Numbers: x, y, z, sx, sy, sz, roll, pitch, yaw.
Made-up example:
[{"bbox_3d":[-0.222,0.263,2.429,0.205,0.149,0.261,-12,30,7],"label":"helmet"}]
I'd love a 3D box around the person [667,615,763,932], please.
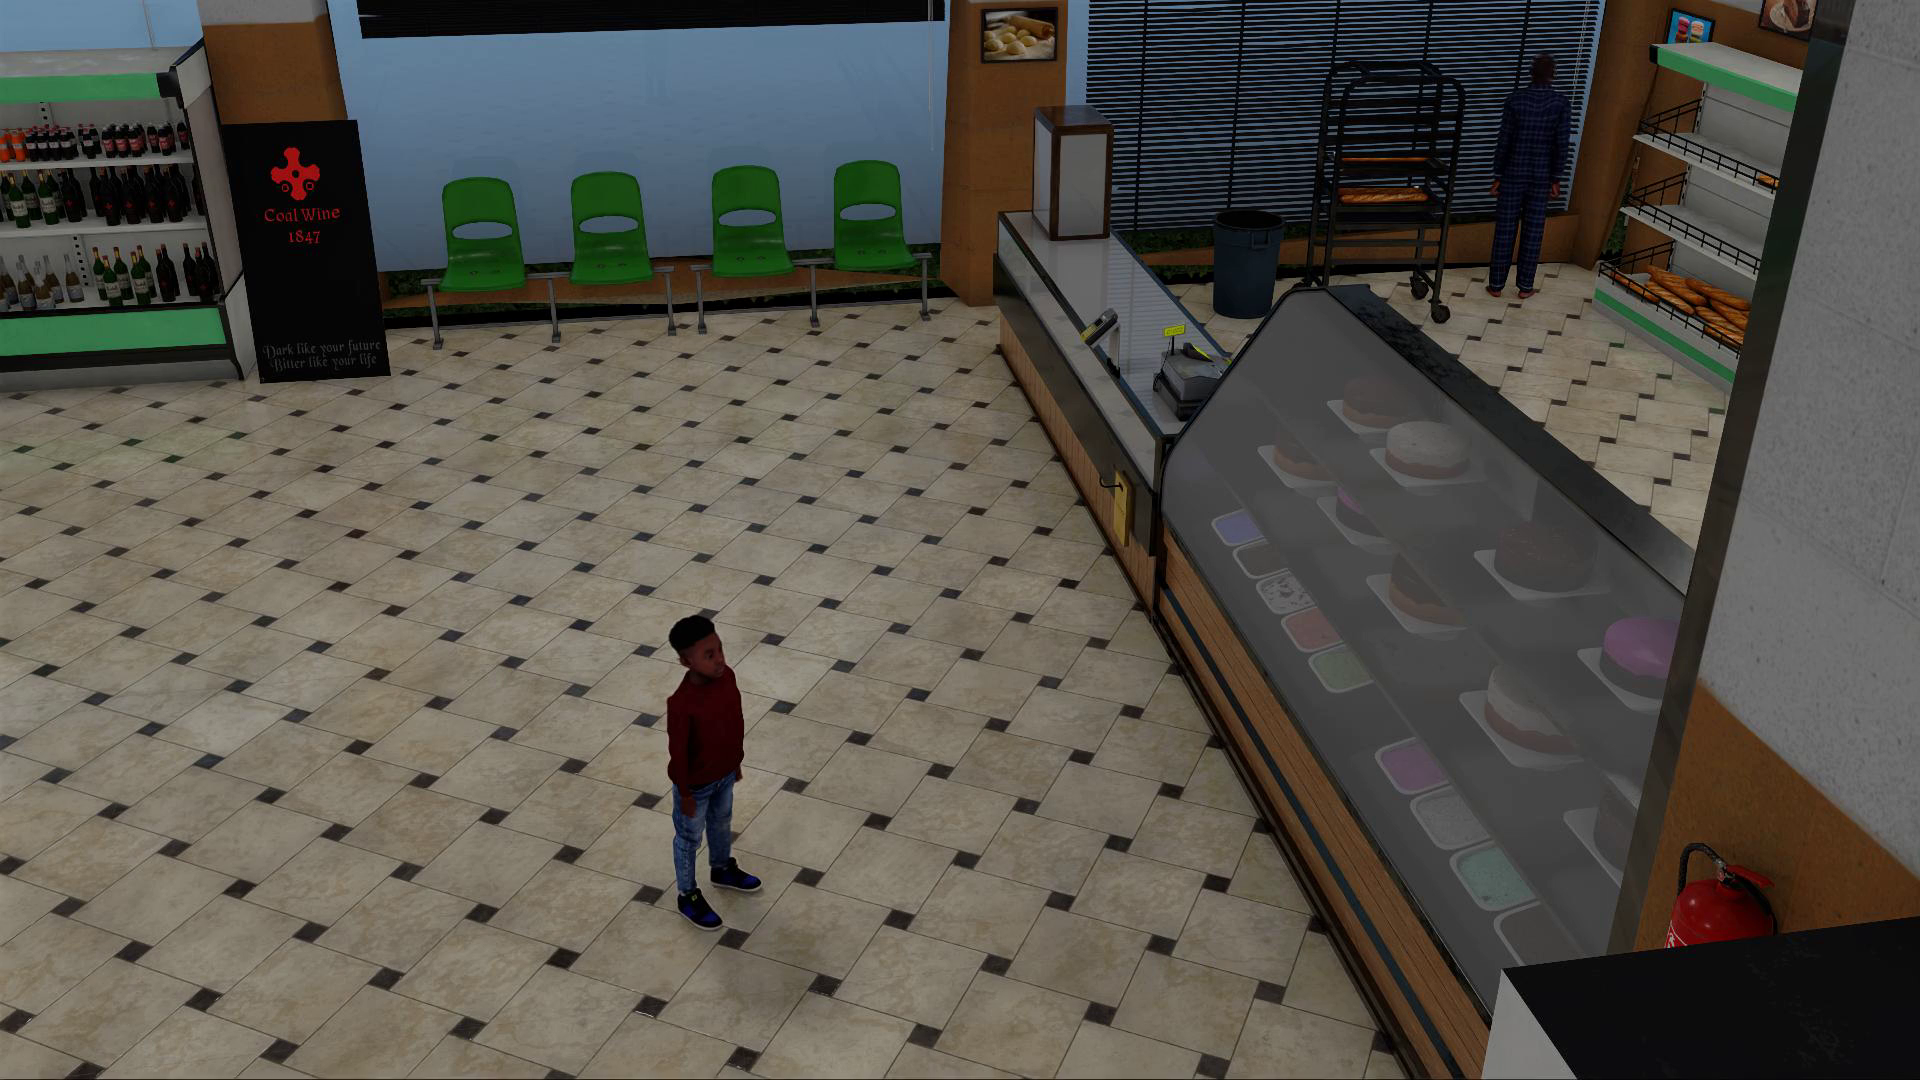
[{"bbox_3d":[-0.948,0.831,6.120,0.632,1.253,0.578,16,31,28],"label":"person"}]

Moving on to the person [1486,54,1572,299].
[{"bbox_3d":[4.256,-2.734,12.521,0.701,1.823,0.831,7,28,14],"label":"person"}]
